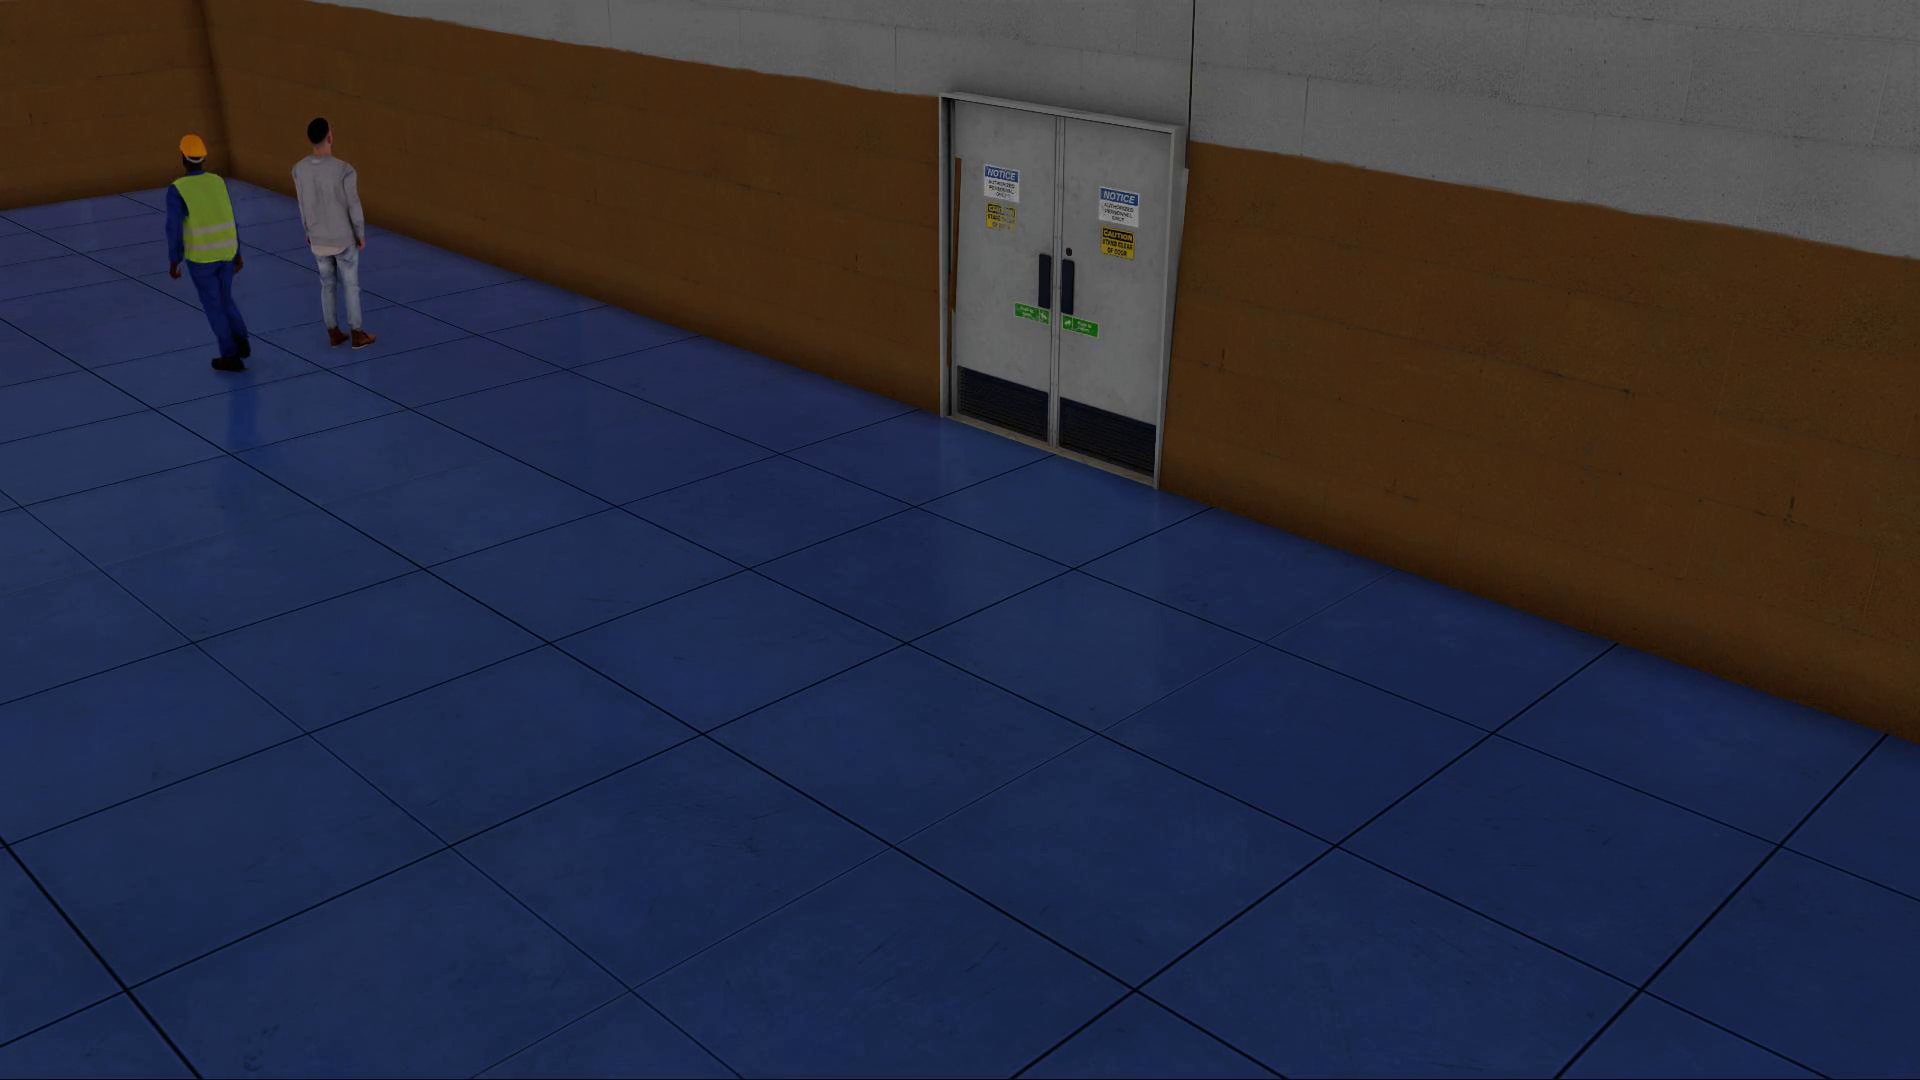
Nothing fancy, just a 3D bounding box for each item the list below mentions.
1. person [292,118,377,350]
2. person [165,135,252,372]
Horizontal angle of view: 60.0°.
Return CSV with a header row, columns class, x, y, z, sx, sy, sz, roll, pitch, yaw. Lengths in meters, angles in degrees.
class,x,y,z,sx,sy,sz,roll,pitch,yaw
person,-5.032,-2.451,13.337,0.753,1.838,0.797,2,24,3
person,-5.687,-2.160,12.722,0.796,1.798,0.669,13,27,27
